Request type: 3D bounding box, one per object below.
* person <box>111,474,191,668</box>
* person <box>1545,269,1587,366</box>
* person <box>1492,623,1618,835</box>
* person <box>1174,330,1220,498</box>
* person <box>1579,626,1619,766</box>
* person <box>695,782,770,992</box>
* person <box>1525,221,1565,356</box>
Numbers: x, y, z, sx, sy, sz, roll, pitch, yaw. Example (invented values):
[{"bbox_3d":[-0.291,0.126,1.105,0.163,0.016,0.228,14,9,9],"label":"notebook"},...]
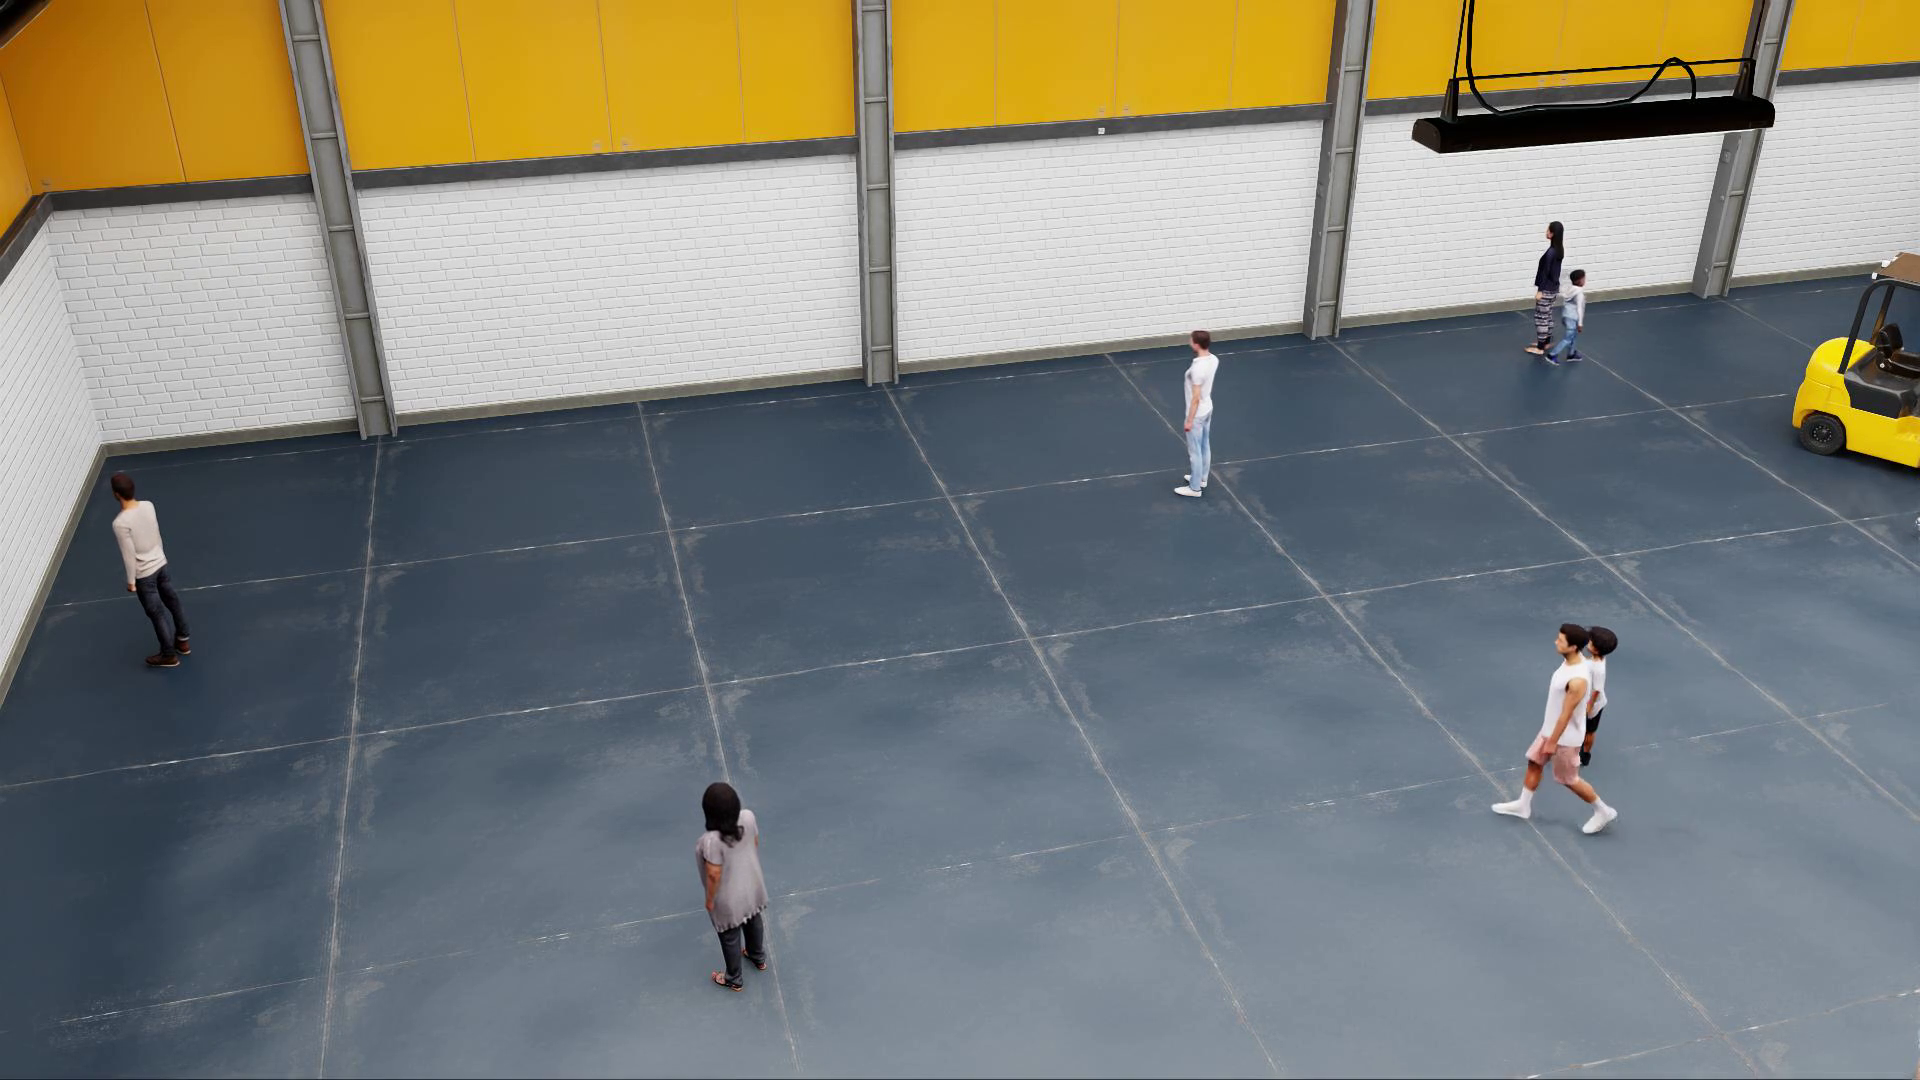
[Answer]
[{"bbox_3d":[-7.178,0.262,14.712,0.718,1.865,0.741,6,29,10],"label":"person"},{"bbox_3d":[7.681,-2.801,20.974,0.796,1.245,0.535,-4,29,-7],"label":"person"},{"bbox_3d":[4.676,1.466,12.624,1.234,1.750,0.987,5,29,9],"label":"person"},{"bbox_3d":[2.549,-1.360,17.693,0.777,1.856,0.720,15,32,25],"label":"person"},{"bbox_3d":[5.143,1.255,13.524,0.607,1.258,0.569,7,29,13],"label":"person"},{"bbox_3d":[-1.527,2.317,11.210,0.838,1.609,0.772,20,34,32],"label":"person"},{"bbox_3d":[7.525,-3.231,21.255,0.728,1.731,0.649,19,34,30],"label":"person"}]
